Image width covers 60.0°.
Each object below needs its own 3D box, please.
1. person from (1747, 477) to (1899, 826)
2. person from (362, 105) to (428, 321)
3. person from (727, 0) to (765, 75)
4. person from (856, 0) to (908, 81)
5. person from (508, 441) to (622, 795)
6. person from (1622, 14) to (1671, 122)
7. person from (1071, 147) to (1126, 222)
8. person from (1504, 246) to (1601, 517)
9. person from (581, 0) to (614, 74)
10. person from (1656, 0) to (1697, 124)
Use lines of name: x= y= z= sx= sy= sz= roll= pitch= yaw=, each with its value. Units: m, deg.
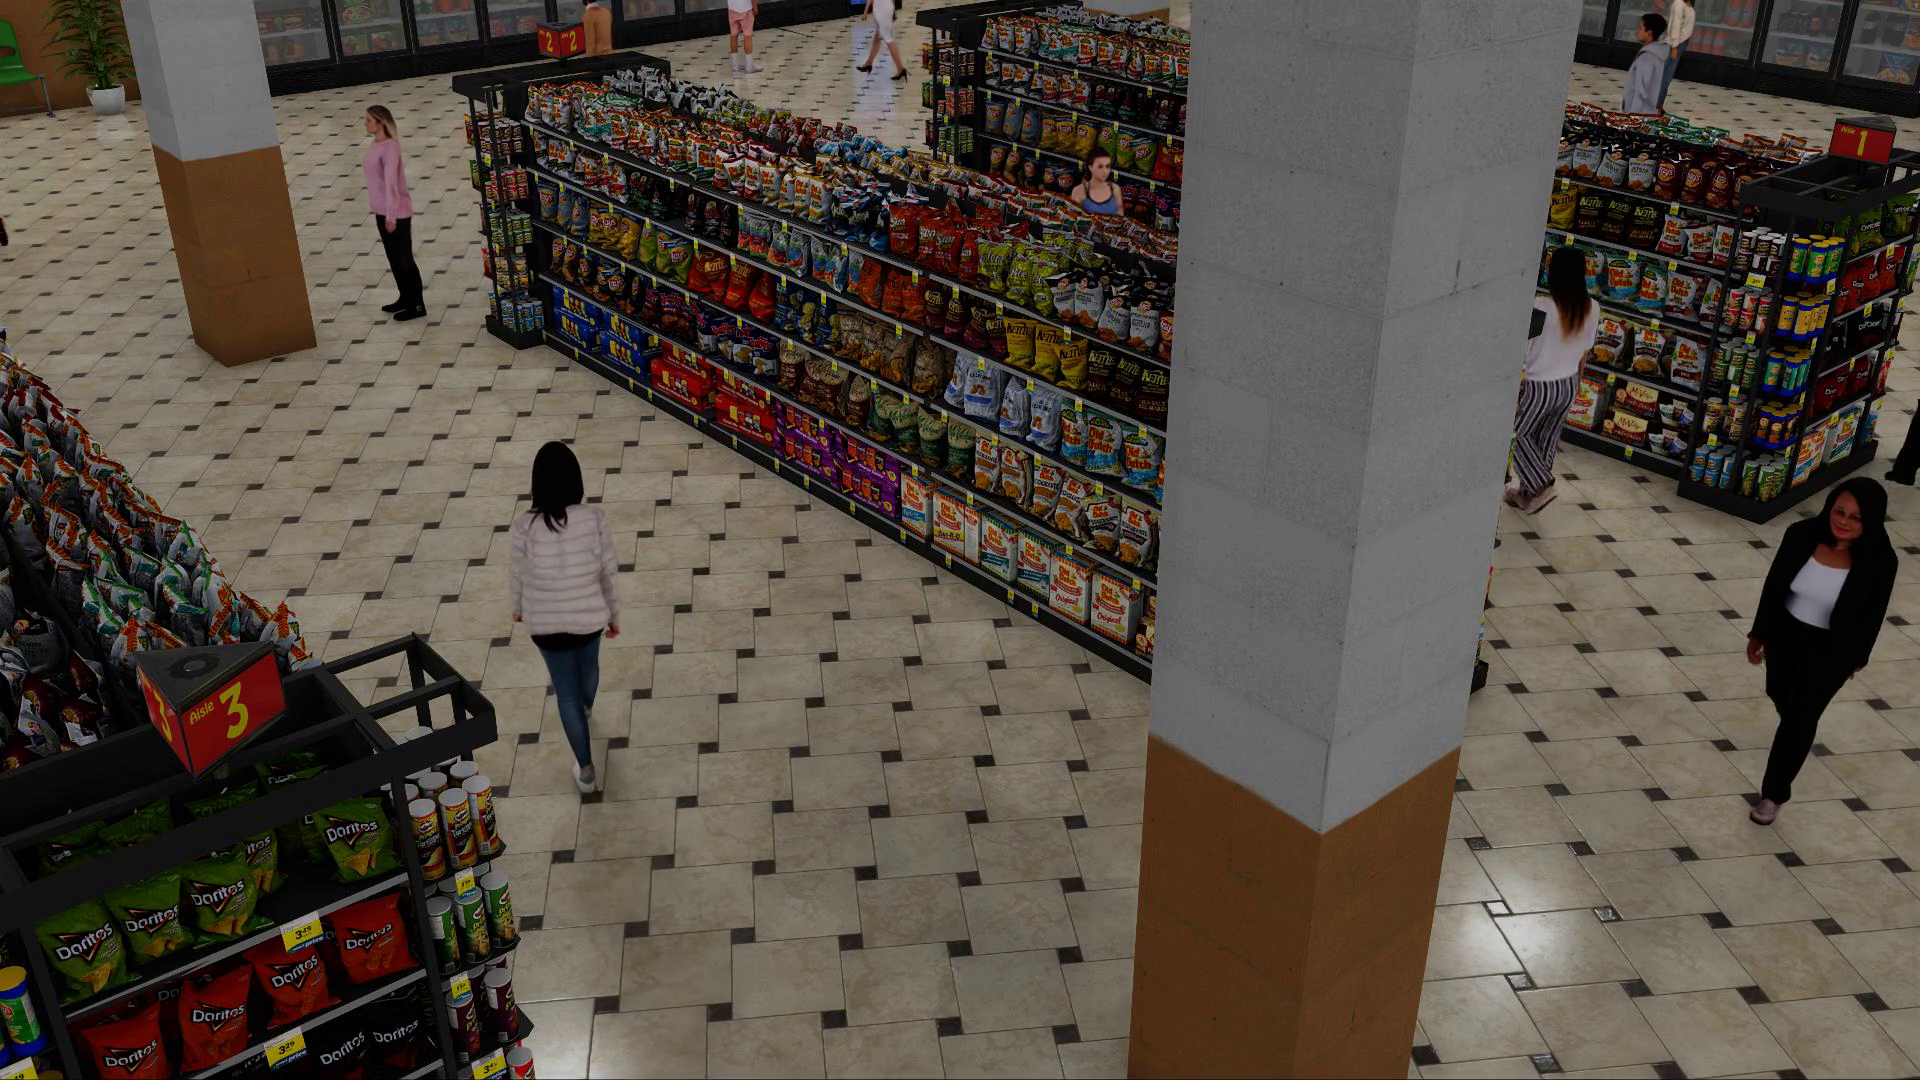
person: x=3.783 y=0.425 z=7.355 sx=1.070 sy=1.580 sz=0.795 roll=22 pitch=34 yaw=37
person: x=-4.476 y=-2.604 z=13.213 sx=0.670 sy=1.686 sz=0.493 roll=-18 pitch=32 yaw=-32
person: x=-2.906 y=-7.099 z=21.961 sx=0.627 sy=1.789 sz=0.772 roll=15 pitch=30 yaw=27
person: x=-0.922 y=-6.746 z=21.361 sx=1.131 sy=1.702 sz=0.843 roll=13 pitch=30 yaw=24
person: x=-1.746 y=0.380 z=7.428 sx=0.820 sy=1.595 sz=1.116 roll=-11 pitch=29 yaw=-21
person: x=6.382 y=-3.953 z=15.603 sx=0.735 sy=1.929 sz=0.758 roll=13 pitch=30 yaw=23
person: x=0.979 y=-2.149 z=12.420 sx=0.703 sy=1.591 sz=0.854 roll=-11 pitch=29 yaw=-20
person: x=3.503 y=-0.897 z=9.866 sx=0.863 sy=1.669 sz=0.963 roll=-7 pitch=28 yaw=-14
person: x=-3.961 y=-5.212 z=18.282 sx=0.756 sy=1.752 sz=0.751 roll=9 pitch=28 yaw=17
person: x=8.324 y=-5.745 z=19.412 sx=0.654 sy=1.680 sz=0.677 roll=15 pitch=31 yaw=27
